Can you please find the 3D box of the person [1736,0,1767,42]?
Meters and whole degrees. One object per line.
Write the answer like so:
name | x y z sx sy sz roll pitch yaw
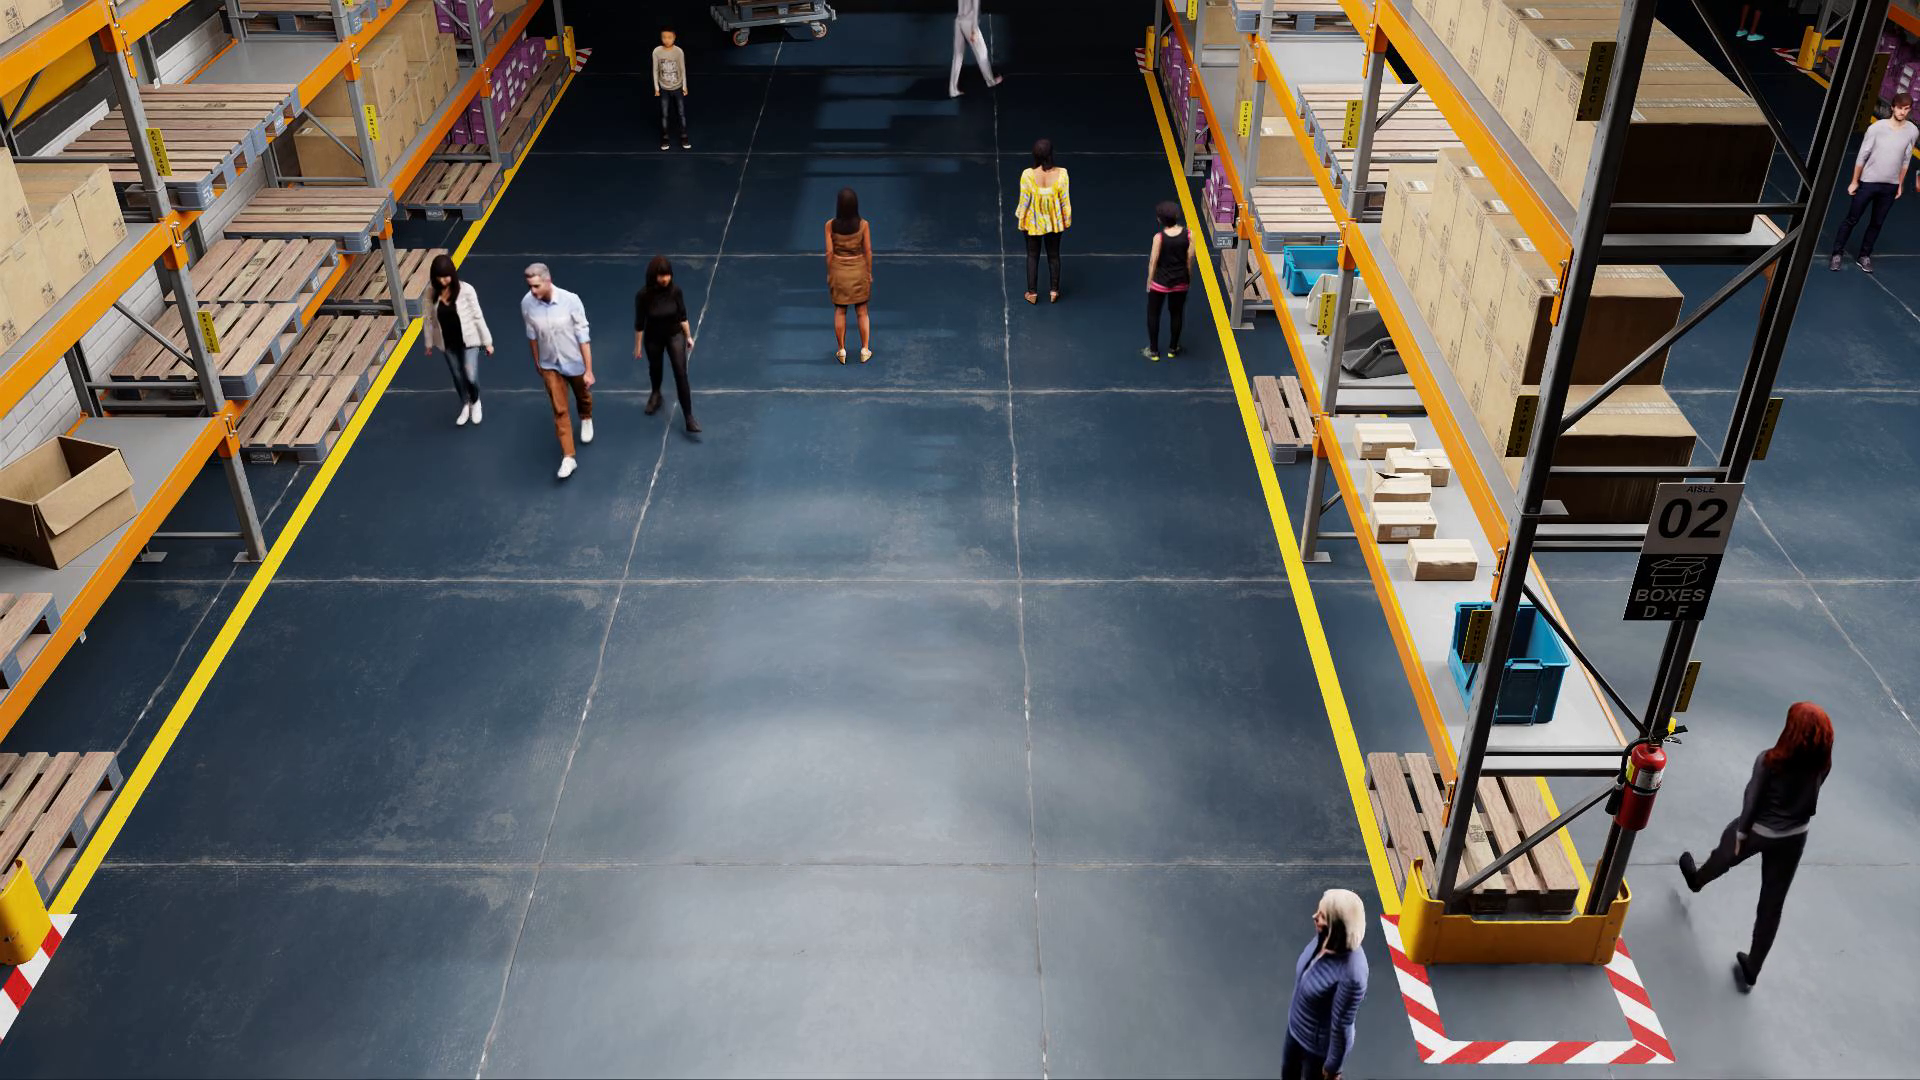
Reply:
person | 11.316 -7.956 23.457 0.688 1.725 0.581 -11 35 -16

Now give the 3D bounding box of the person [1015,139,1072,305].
person | 0.810 -3.095 16.214 0.731 1.647 0.764 -4 34 -5

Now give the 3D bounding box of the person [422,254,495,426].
person | -4.250 -1.731 14.191 0.727 1.615 0.611 4 34 6

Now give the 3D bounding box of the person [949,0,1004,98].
person | 0.025 -6.535 21.309 1.071 1.738 1.041 -27 42 -34

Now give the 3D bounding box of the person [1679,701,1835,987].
person | 4.406 1.671 8.971 0.629 1.729 1.127 2 34 3

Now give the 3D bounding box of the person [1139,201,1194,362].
person | 1.928 -2.391 15.257 0.617 1.535 0.565 3 34 5

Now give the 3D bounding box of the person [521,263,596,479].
person | -3.238 -1.499 13.702 0.732 1.771 1.171 -2 34 -3

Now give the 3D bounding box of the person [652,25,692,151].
person | -3.455 -5.427 19.887 0.583 1.466 0.563 -6 34 -9

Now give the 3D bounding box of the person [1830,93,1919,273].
person | 9.286 -3.623 16.832 0.693 1.843 0.581 5 34 7

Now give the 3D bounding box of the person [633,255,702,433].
person | -2.547 -1.727 14.211 0.889 1.587 1.159 -7 34 -10

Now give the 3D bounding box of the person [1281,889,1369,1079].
person | 1.806 2.338 7.967 0.772 1.728 0.893 -3 34 -5

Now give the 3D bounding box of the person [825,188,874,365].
person | -1.008 -2.398 15.131 0.577 1.686 0.519 -2 34 -4
